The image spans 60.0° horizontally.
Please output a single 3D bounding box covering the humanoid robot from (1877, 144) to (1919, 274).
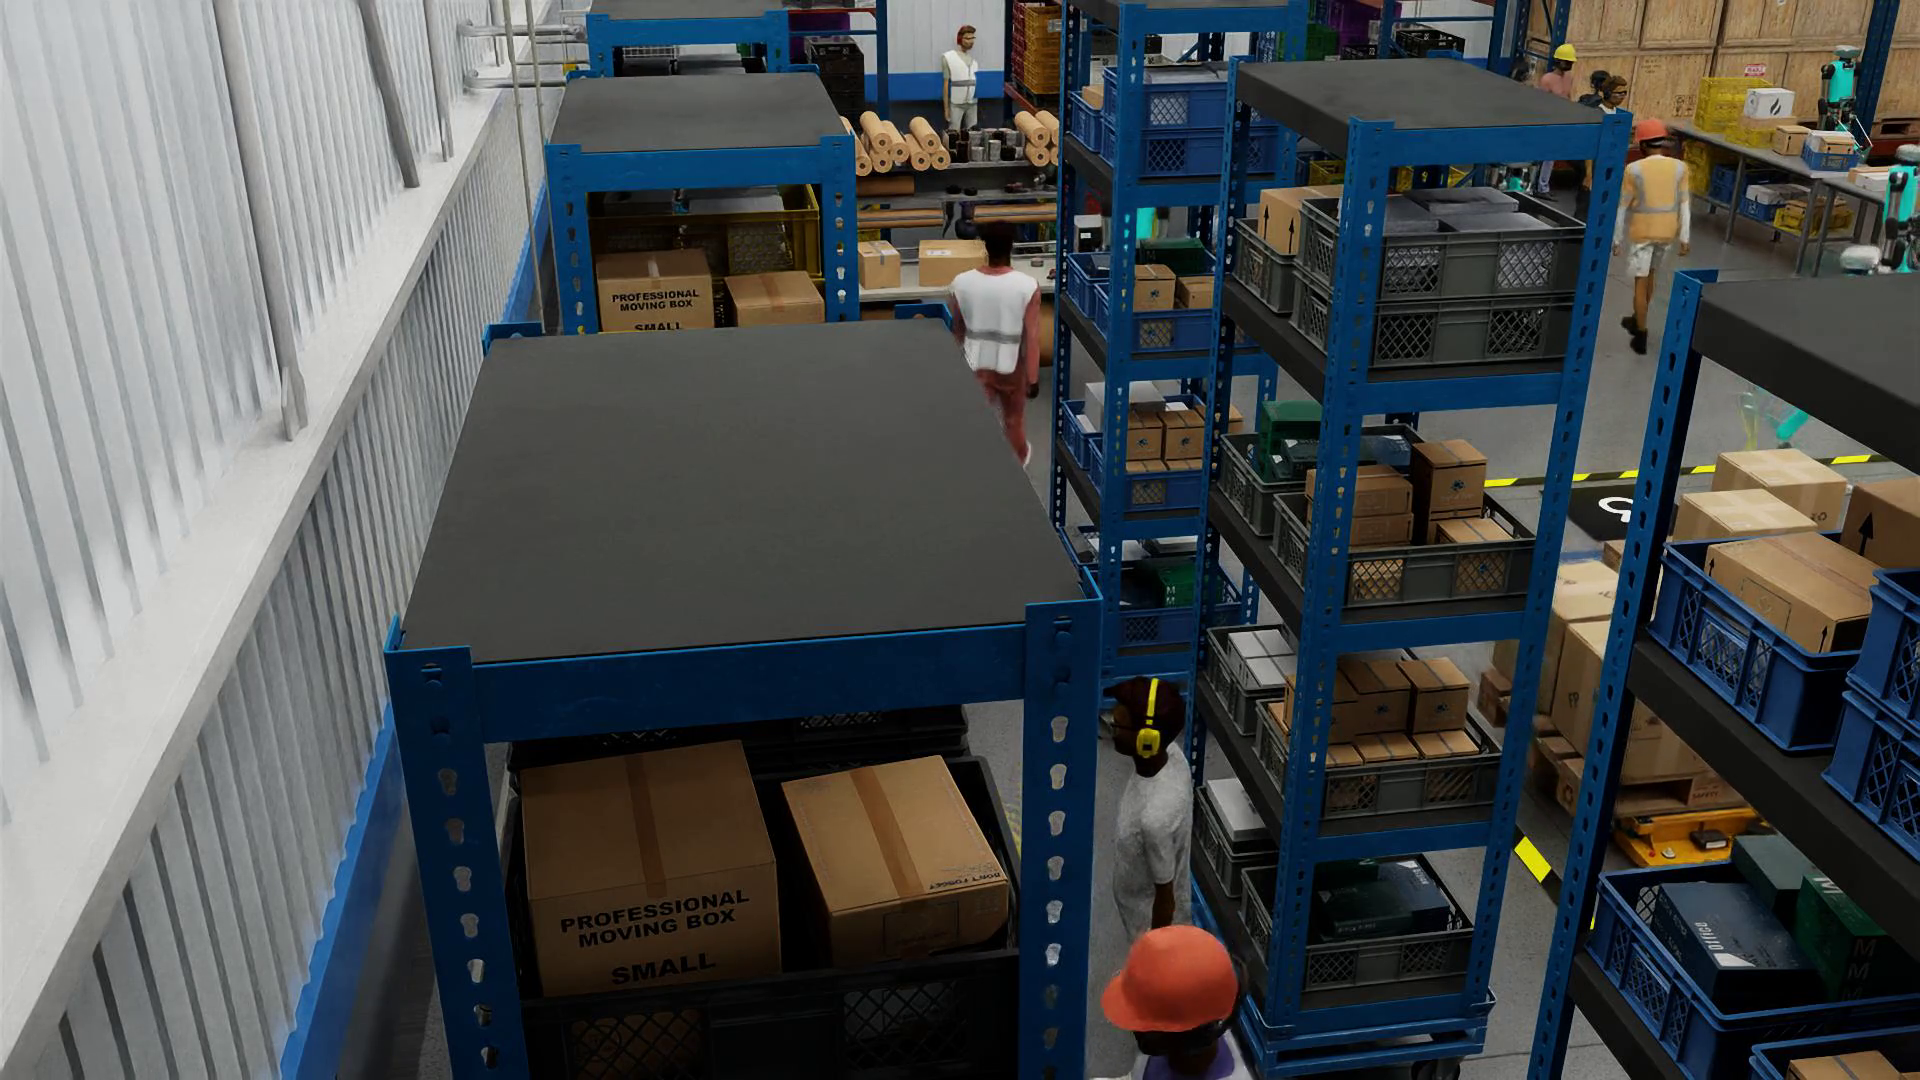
[{"bbox_3d":[7.879,-2.261,13.500,0.905,1.804,0.553,18,30,34],"label":"humanoid robot"}]

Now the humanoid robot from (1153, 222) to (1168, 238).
[{"bbox_3d":[2.111,-3.924,17.215,0.608,1.628,0.792,-7,26,-15],"label":"humanoid robot"}]

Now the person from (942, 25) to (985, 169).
[{"bbox_3d":[0.030,-5.098,19.510,0.564,1.835,0.390,-15,29,-29],"label":"person"}]

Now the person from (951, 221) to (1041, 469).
[{"bbox_3d":[0.249,-1.177,10.937,0.619,1.864,0.981,6,25,12],"label":"person"}]

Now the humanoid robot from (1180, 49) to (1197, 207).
[{"bbox_3d":[2.484,-4.564,18.559,0.532,1.853,0.784,0,25,1],"label":"humanoid robot"}]

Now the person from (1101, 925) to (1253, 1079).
[{"bbox_3d":[0.539,1.826,4.260,0.439,2.033,0.630,-5,25,-11],"label":"person"}]

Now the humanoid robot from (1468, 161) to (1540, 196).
[{"bbox_3d":[5.274,-3.504,16.157,0.553,1.734,0.986,-8,26,-17],"label":"humanoid robot"}]

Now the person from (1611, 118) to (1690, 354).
[{"bbox_3d":[5.761,-2.564,13.958,0.573,1.865,0.880,0,25,0],"label":"person"}]

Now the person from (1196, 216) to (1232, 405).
[{"bbox_3d":[1.658,-1.258,11.144,0.396,1.848,0.587,-3,25,-6],"label":"person"}]

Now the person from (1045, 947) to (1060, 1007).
[{"bbox_3d":[0.060,1.666,4.971,0.483,1.697,0.847,13,28,27],"label":"person"}]

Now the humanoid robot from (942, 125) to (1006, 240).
[{"bbox_3d":[0.146,-2.893,14.920,0.597,1.639,0.598,-6,25,-13],"label":"humanoid robot"}]

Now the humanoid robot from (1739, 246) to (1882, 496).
[{"bbox_3d":[5.547,-1.109,10.972,1.043,1.740,0.538,16,29,31],"label":"humanoid robot"}]

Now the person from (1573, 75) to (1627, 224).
[{"bbox_3d":[6.245,-3.620,16.298,0.336,1.838,0.505,20,31,37],"label":"person"}]

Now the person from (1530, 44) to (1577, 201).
[{"bbox_3d":[6.635,-4.649,18.626,0.529,1.761,0.339,-15,28,-29],"label":"person"}]

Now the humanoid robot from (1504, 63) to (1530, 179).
[{"bbox_3d":[5.976,-4.358,18.115,0.753,1.627,0.602,0,25,0],"label":"humanoid robot"}]

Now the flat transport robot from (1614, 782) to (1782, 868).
[{"bbox_3d":[3.220,1.082,7.913,0.652,0.197,1.431,-4,25,-8],"label":"flat transport robot"}]

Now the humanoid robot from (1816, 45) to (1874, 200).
[{"bbox_3d":[9.743,-4.526,18.218,0.533,1.677,0.735,-11,27,-23],"label":"humanoid robot"}]

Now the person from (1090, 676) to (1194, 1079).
[{"bbox_3d":[0.606,1.287,5.584,0.335,1.873,0.517,3,25,7],"label":"person"}]

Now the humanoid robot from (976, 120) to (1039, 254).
[{"bbox_3d":[0.433,-2.983,15.139,0.600,1.629,0.659,-5,25,-11],"label":"humanoid robot"}]

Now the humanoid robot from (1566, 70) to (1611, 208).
[{"bbox_3d":[6.611,-4.107,17.540,0.426,1.643,0.610,-10,27,-21],"label":"humanoid robot"}]

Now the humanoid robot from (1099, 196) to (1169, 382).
[{"bbox_3d":[1.246,-1.813,12.516,0.540,1.768,0.957,6,25,13],"label":"humanoid robot"}]
